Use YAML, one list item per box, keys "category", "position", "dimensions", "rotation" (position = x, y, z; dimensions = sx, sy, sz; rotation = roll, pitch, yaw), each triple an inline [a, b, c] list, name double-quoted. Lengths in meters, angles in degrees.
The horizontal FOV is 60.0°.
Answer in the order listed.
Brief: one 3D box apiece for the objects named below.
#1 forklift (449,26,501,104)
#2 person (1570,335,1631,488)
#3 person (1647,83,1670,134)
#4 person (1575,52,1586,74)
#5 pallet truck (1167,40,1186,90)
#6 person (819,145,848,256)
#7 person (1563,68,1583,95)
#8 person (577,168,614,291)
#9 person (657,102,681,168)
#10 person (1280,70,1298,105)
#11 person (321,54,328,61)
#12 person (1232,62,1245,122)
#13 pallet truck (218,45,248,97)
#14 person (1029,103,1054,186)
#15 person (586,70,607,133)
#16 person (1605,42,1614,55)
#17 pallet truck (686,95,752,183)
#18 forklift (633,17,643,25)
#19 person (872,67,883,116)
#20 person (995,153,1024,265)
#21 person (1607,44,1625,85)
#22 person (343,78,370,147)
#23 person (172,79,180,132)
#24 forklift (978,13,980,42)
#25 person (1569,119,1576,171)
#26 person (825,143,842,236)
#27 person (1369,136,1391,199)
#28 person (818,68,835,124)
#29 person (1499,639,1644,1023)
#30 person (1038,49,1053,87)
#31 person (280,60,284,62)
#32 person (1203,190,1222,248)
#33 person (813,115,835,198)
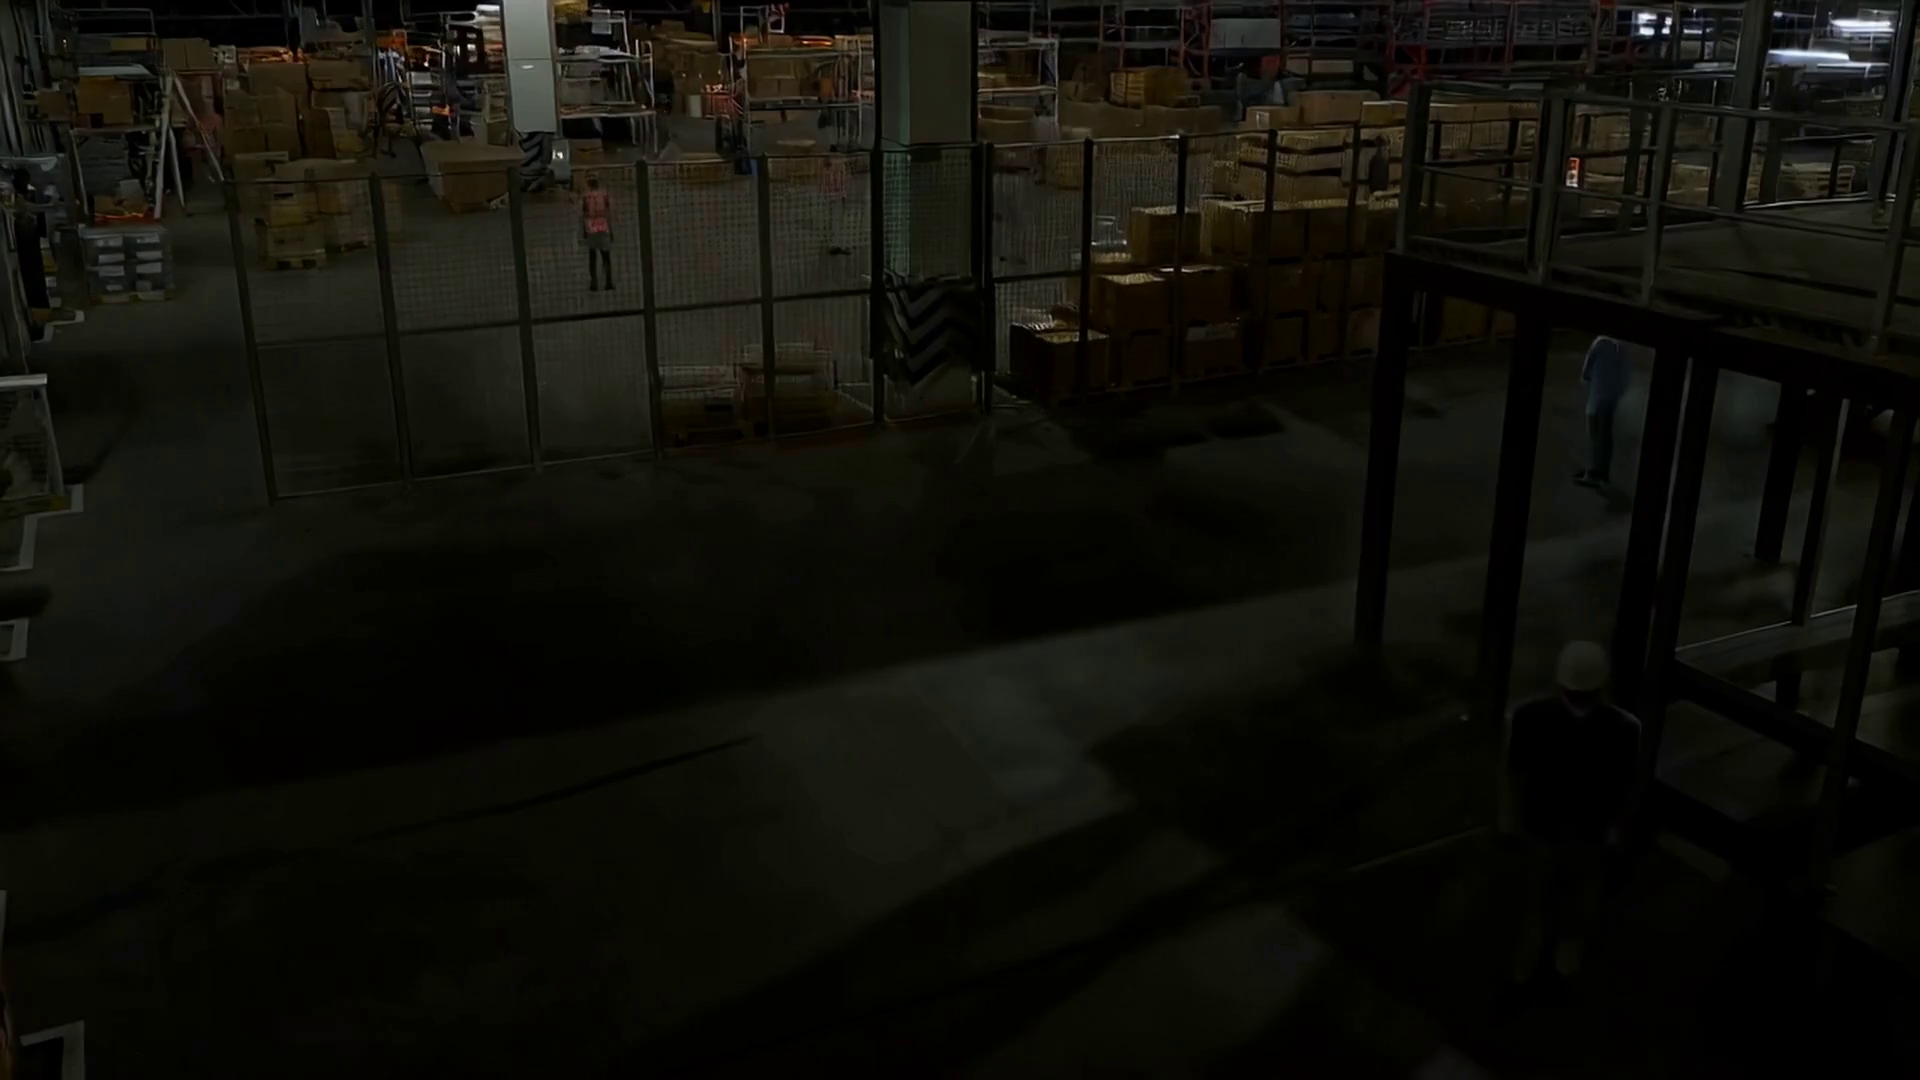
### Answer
- category: "forklift"
  position: [-18.105, -17.681, 61.924]
  dimensions: [1.873, 2.768, 1.129]
  rotation: [13, 23, 33]
- category: "person"
  position: [6.340, -1.440, 16.436]
  dimensions: [0.431, 1.836, 0.619]
  rotation: [12, 23, 32]
- category: "person"
  position: [19.798, -12.065, 47.269]
  dimensions: [0.603, 1.815, 0.646]
  rotation: [0, 19, 0]
- category: "person"
  position: [24.692, -18.511, 66.116]
  dimensions: [0.540, 1.695, 0.317]
  rotation: [13, 23, 32]
- category: "pallet truck"
  position: [9.045, -19.971, 69.895]
  dimensions: [0.823, 1.965, 1.885]
  rotation: [-3, 19, -8]
- category: "person"
  position: [-2.234, -6.057, 29.645]
  dimensions: [0.406, 1.938, 0.615]
  rotation: [16, 25, 38]
- category: "person"
  position: [18.689, -13.458, 50.951]
  dimensions: [0.683, 2.000, 1.058]
  rotation: [-2, 19, -5]
- category: "person"
  position: [-5.769, -4.928, 26.379]
  dimensions: [0.544, 1.939, 0.354]
  rotation: [-6, 20, -16]
- category: "person"
  position: [-7.433, -10.348, 42.527]
  dimensions: [0.872, 1.658, 0.532]
  rotation: [-4, 19, -10]
- category: "person"
  position: [10.988, -14.867, 55.618]
  dimensions: [0.537, 1.647, 0.880]
  rotation: [9, 21, 25]
- category: "person"
  position: [-23.656, -17.149, 61.984]
  dimensions: [0.978, 1.837, 0.596]
  rotation: [-17, 25, -41]
- category: "person"
  position: [9.250, -14.872, 55.205]
  dimensions: [0.364, 1.935, 0.553]
  rotation: [7, 20, 19]
- category: "pallet truck"
  position: [-28.879, -18.665, 66.111]
  dimensions: [0.823, 1.965, 1.885]
  rotation: [-3, 19, -9]
- category: "person"
  position: [1.940, -9.284, 39.092]
  dimensions: [0.667, 1.879, 0.499]
  rotation: [-13, 23, -34]
- category: "person"
  position: [-11.297, -13.648, 51.756]
  dimensions: [0.616, 1.889, 1.041]
  rotation: [-1, 19, -4]
- category: "person"
  position: [30.521, -22.737, 78.072]
  dimensions: [0.831, 1.906, 0.565]
  rotation: [0, 19, 0]
- category: "pallet truck"
  position: [-5.836, -9.608, 39.856]
  dimensions: [0.823, 1.965, 1.885]
  rotation: [10, 22, 27]
- category: "forklift"
  position: [-14.129, -21.547, 73.131]
  dimensions: [1.873, 2.768, 1.129]
  rotation: [-4, 19, -11]
- category: "person"
  position: [-2.786, -15.669, 57.546]
  dimensions: [0.370, 1.915, 0.597]
  rotation: [-13, 23, -32]
- category: "person"
  position: [0.864, -5.661, 28.541]
  dimensions: [0.601, 1.905, 0.504]
  rotation: [-13, 23, -34]
- category: "person"
  position: [27.362, -19.709, 69.342]
  dimensions: [0.984, 1.868, 0.648]
  rotation: [-13, 23, -33]
- category: "person"
  position: [-17.202, -12.203, 47.523]
  dimensions: [0.930, 1.896, 0.569]
  rotation: [11, 22, 29]
- category: "person"
  position: [-24.369, -13.456, 51.564]
  dimensions: [0.516, 1.631, 0.313]
  rotation: [10, 21, 27]
- category: "forklift"
  position: [0.467, -23.483, 78.744]
  dimensions: [1.129, 2.768, 1.873]
  rotation: [-10, 21, -26]
- category: "person"
  position: [13.907, -9.103, 38.347]
  dimensions: [0.417, 2.034, 0.603]
  rotation: [-3, 19, -9]
- category: "person"
  position: [-2.427, -6.711, 31.854]
  dimensions: [0.311, 1.735, 0.484]
  rotation: [-4, 19, -12]
- category: "person"
  position: [7.718, -6.429, 30.644]
  dimensions: [0.382, 1.995, 0.612]
  rotation: [14, 23, 35]
- category: "person"
  position: [-4.346, -14.473, 54.259]
  dimensions: [0.653, 1.783, 0.955]
  rotation: [5, 20, 14]
- category: "person"
  position: [2.924, 1.376, 8.041]
  dimensions: [0.614, 1.982, 0.515]
  rotation: [7, 20, 20]
- category: "person"
  position: [3.436, -18.884, 66.809]
  dimensions: [0.617, 1.962, 0.428]
  rotation: [0, 19, -1]
- category: "person"
  position: [-22.838, -15.248, 56.318]
  dimensions: [0.622, 1.932, 0.368]
  rotation: [-7, 20, -21]
- category: "person"
  position: [3.630, -4.017, 23.737]
  dimensions: [0.356, 1.937, 0.638]
  rotation: [-7, 20, -19]
- category: "person"
  position: [-3.058, -8.511, 36.942]
  dimensions: [0.624, 1.819, 0.651]
  rotation: [8, 21, 22]
